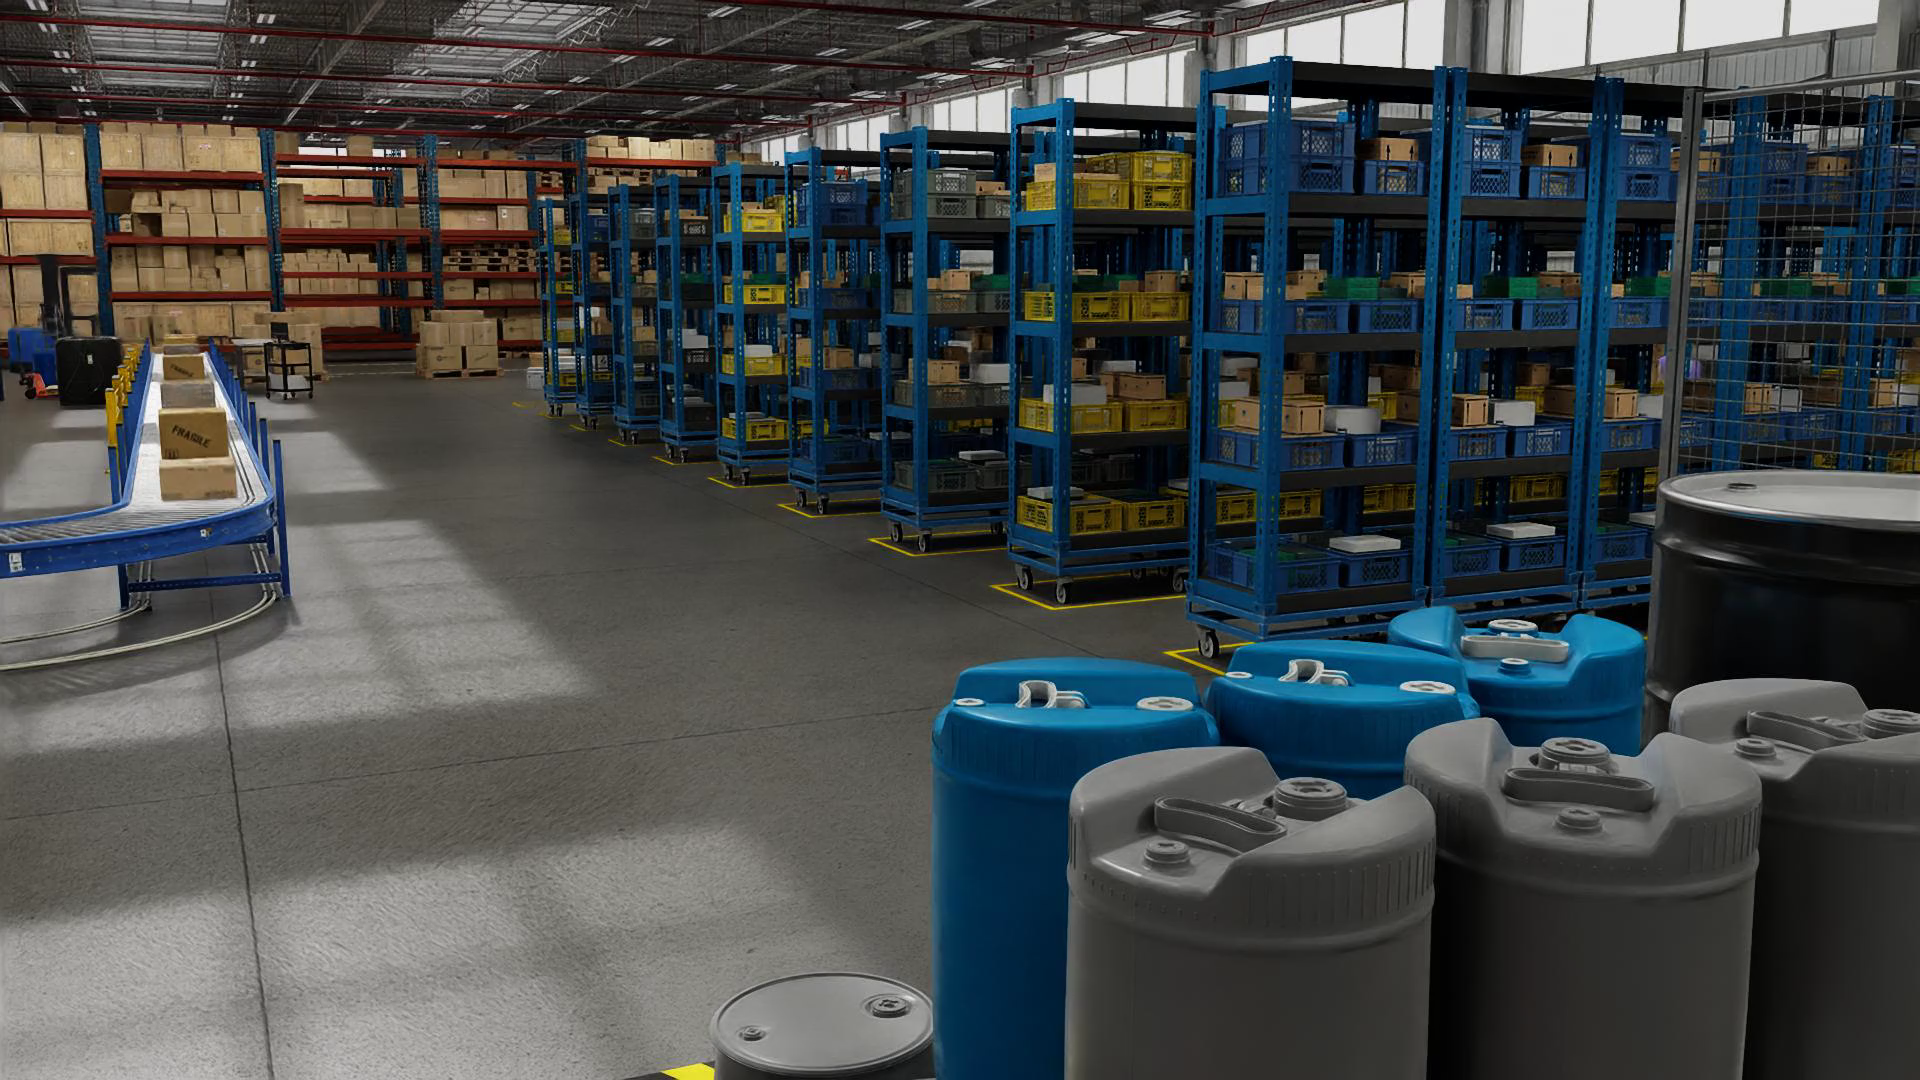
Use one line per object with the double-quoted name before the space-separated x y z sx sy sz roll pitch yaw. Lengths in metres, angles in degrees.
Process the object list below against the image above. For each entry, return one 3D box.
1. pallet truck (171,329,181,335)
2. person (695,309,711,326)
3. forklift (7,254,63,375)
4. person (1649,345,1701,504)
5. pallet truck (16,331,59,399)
"pallet truck" -17.275 -3.851 35.096 1.601 1.201 0.680 0 9 1
"person" -5.350 -4.270 35.364 0.636 1.980 0.558 -6 11 -32
"forklift" -21.408 -5.336 39.193 1.873 2.768 1.129 -4 10 -25
"person" 7.228 -1.218 16.840 0.563 1.847 0.390 -4 10 -23
"pallet truck" -17.082 -3.353 31.781 1.630 1.274 0.653 -4 10 -25
